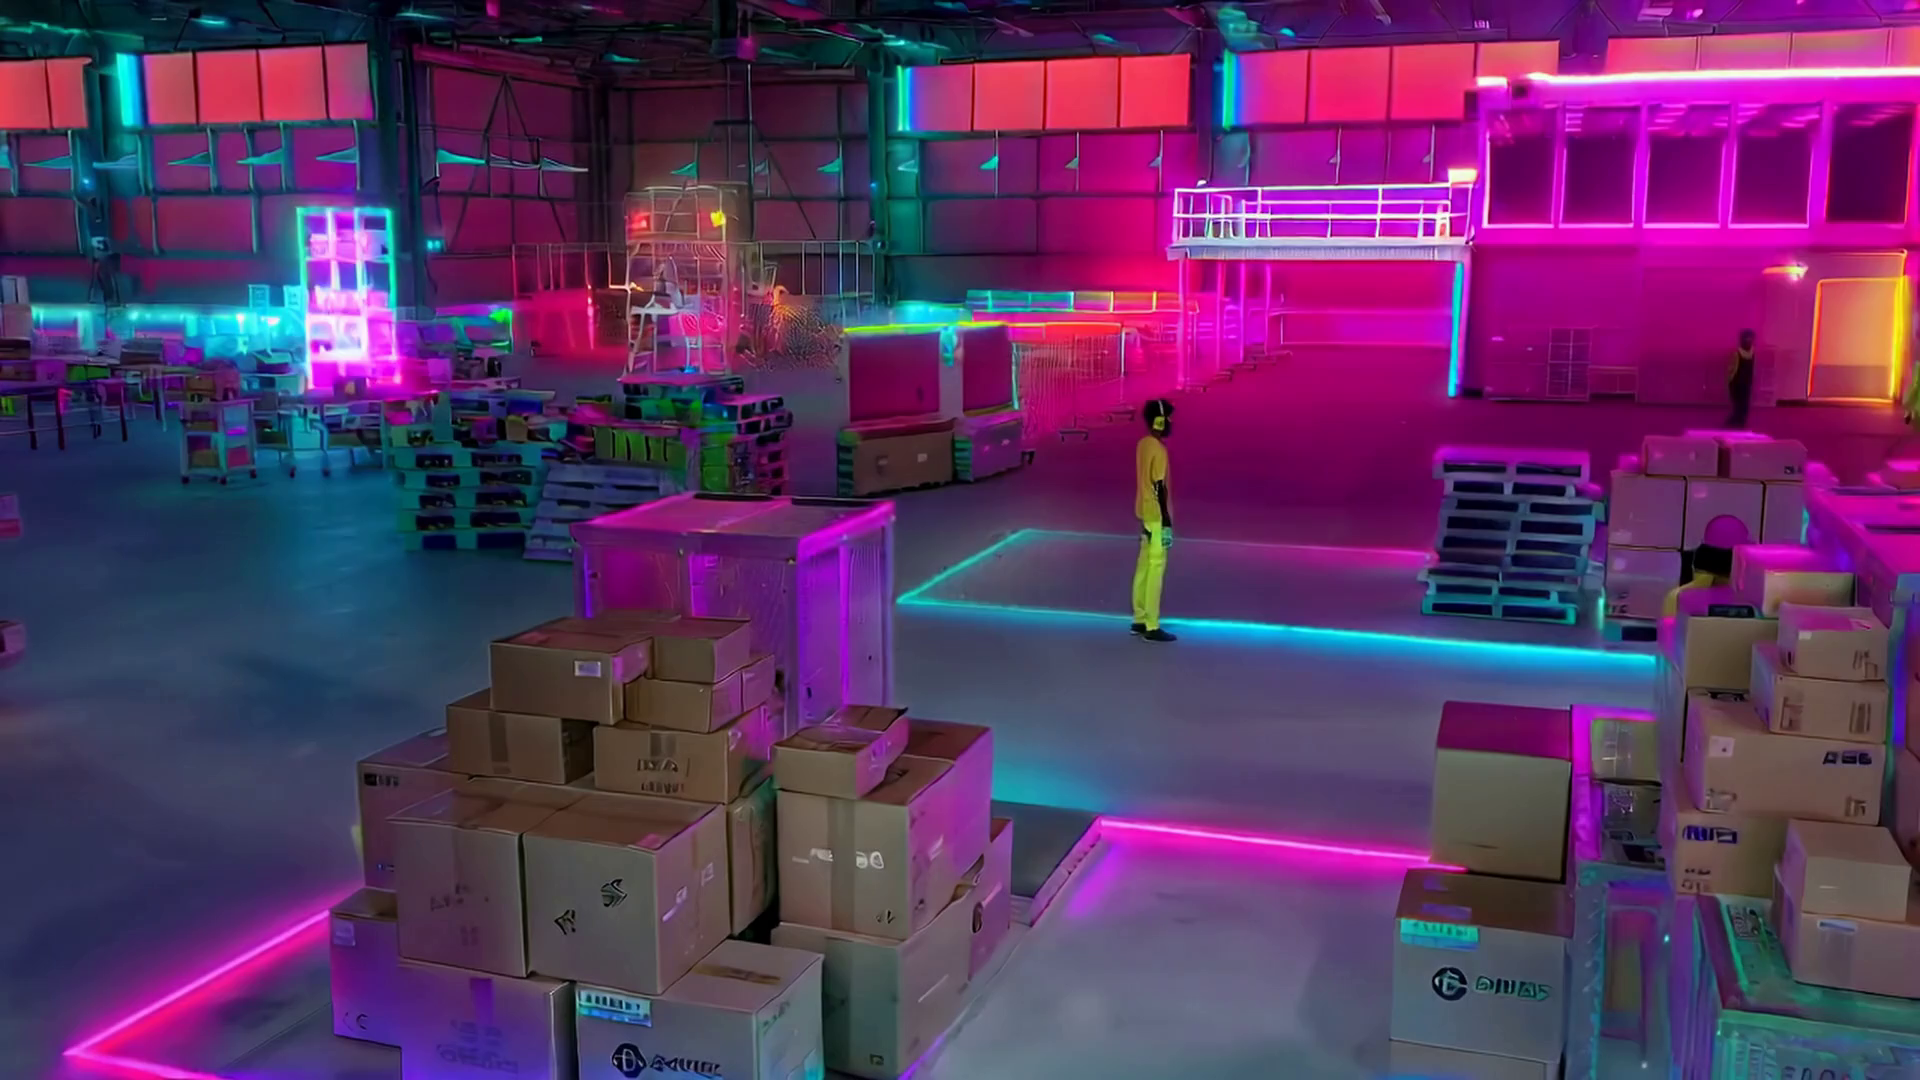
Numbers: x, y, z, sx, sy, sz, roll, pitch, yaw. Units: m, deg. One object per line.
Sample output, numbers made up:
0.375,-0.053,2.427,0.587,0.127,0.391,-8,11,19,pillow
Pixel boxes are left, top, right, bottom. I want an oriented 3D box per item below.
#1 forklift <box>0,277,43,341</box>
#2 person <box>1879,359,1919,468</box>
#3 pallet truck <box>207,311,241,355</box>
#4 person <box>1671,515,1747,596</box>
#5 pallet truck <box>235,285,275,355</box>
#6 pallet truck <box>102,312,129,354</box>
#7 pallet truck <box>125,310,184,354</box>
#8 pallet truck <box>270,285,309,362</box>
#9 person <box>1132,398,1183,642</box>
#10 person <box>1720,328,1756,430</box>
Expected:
-27.151,-6.329,46.328,1.157,1.987,2.680,3,11,17,forklift
12.453,-1.714,21.564,0.605,1.880,0.976,-7,12,-36,person
-19.537,-5.575,44.913,0.653,1.274,1.630,3,11,19,pallet truck
3.665,0.743,8.095,0.490,1.744,0.295,1,10,5,person
-18.327,-5.835,44.421,0.823,1.965,1.885,4,11,23,pallet truck
-23.057,-5.777,46.261,0.680,1.201,1.601,3,11,19,pallet truck
-22.038,-5.665,45.457,0.704,1.261,1.522,3,11,17,pallet truck
-17.147,-5.700,43.663,0.823,1.965,1.885,3,11,17,pallet truck
1.511,-0.153,12.780,0.328,1.873,0.512,-3,11,-17,person
11.415,-2.189,24.366,0.533,1.827,0.454,-5,11,-25,person
